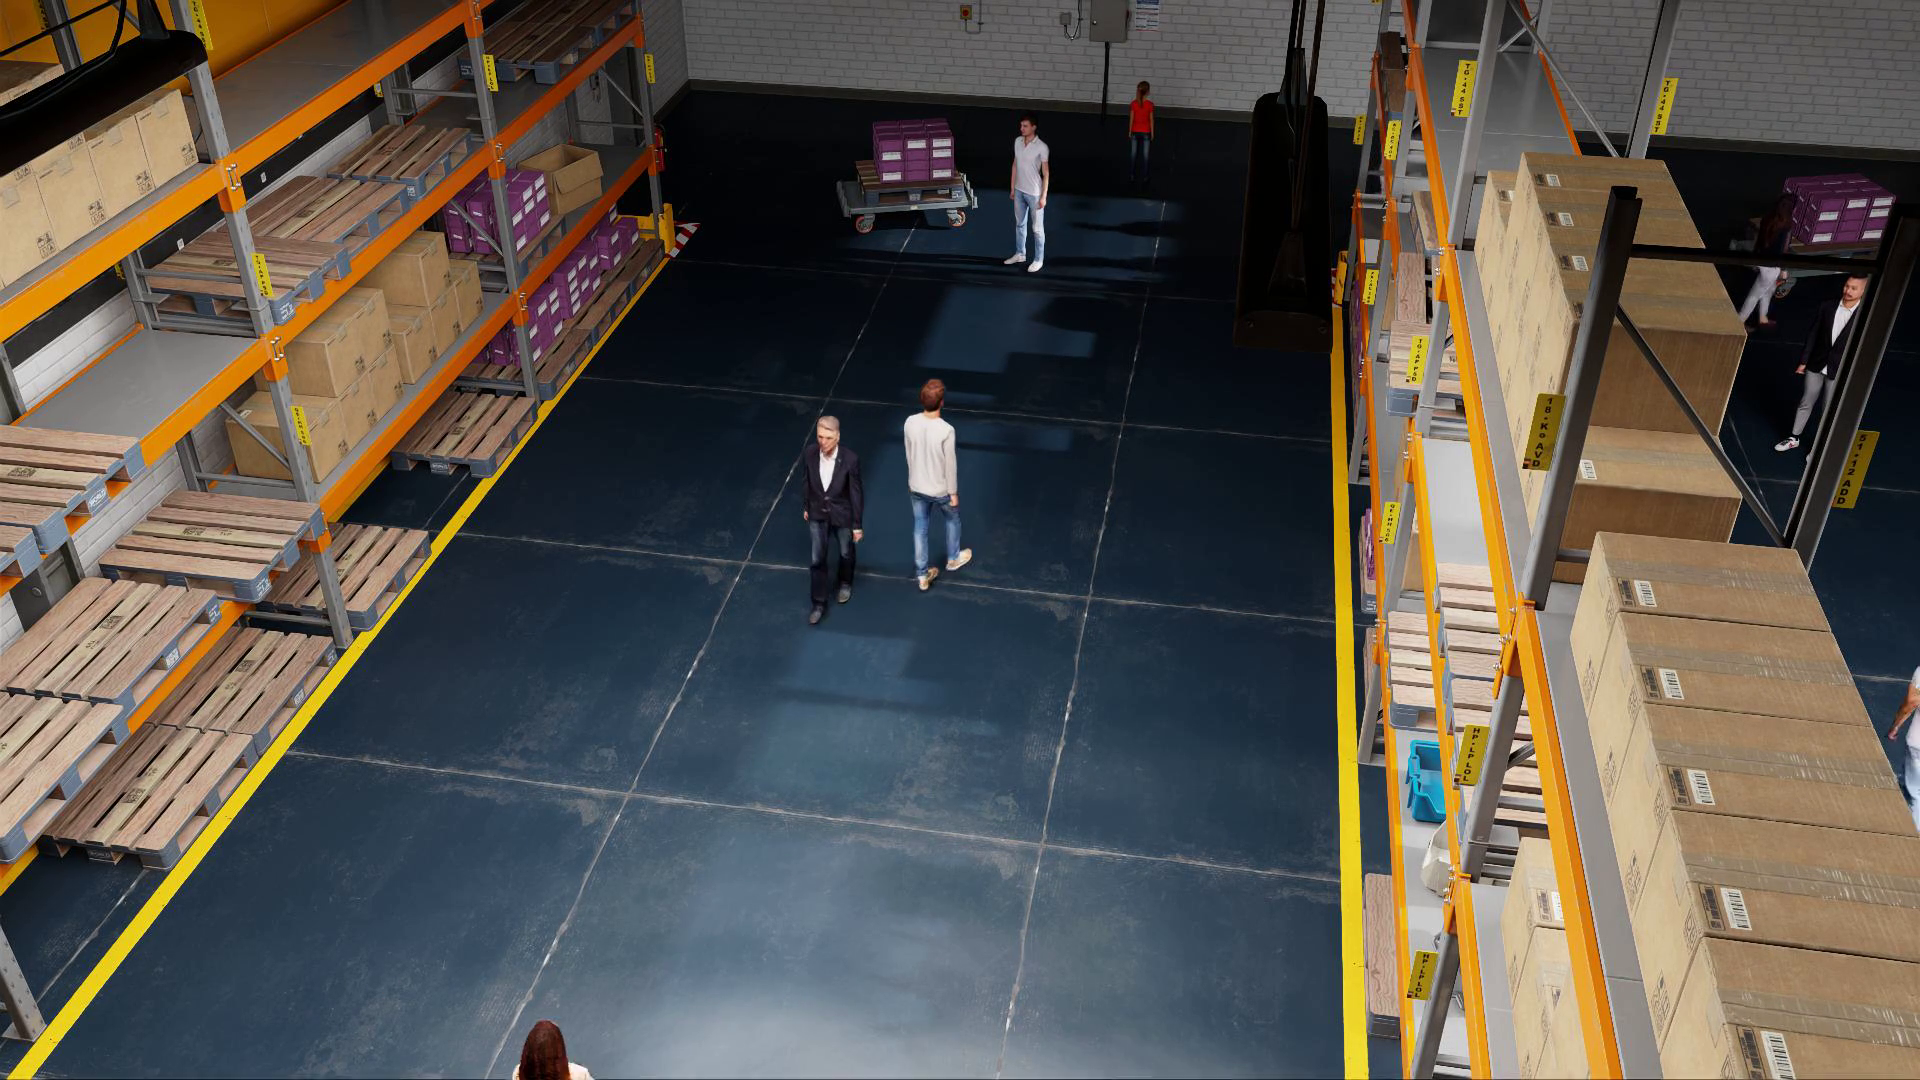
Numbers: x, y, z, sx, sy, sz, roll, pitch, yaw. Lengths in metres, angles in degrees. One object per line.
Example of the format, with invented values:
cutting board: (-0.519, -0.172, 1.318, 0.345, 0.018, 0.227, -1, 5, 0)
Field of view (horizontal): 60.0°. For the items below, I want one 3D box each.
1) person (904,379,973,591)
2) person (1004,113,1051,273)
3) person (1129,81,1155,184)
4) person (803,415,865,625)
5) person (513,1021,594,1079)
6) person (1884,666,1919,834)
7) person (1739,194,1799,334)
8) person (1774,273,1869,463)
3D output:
person: (-0.269, -0.399, 13.636, 0.832, 1.887, 0.958, 16, 37, 22)
person: (0.799, -4.003, 19.091, 0.734, 1.850, 0.732, 26, 42, 34)
person: (2.340, -5.270, 21.487, 0.496, 1.309, 0.504, 8, 35, 12)
person: (-0.999, -0.274, 13.535, 0.745, 1.791, 0.943, 8, 34, 11)
person: (-2.110, 3.124, 8.712, 0.576, 1.470, 0.657, 4, 34, 7)
person: (6.505, 1.395, 11.018, 0.788, 1.798, 1.261, 2, 34, 3)
person: (8.529, -2.908, 17.681, 0.782, 1.588, 0.787, -3, 34, -4)
person: (8.106, -1.643, 15.451, 0.824, 1.950, 0.794, -26, 41, -33)
